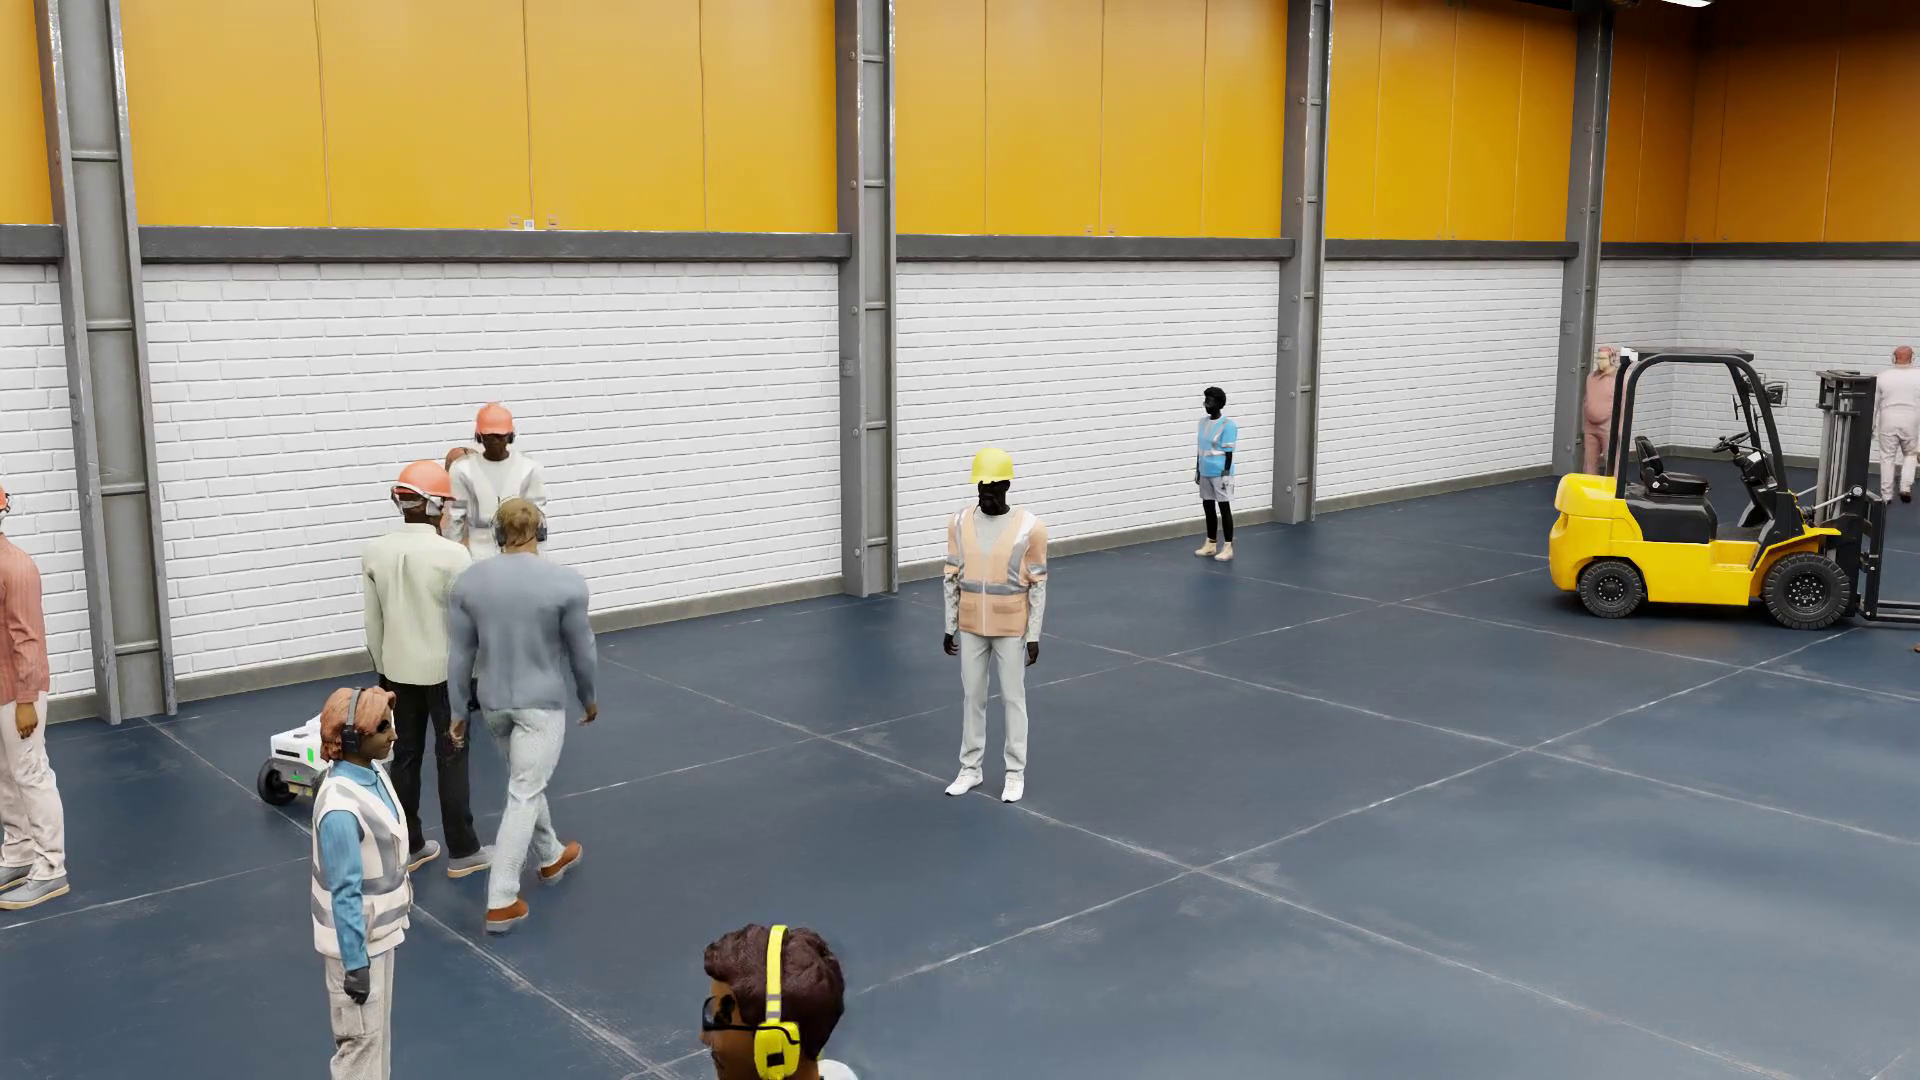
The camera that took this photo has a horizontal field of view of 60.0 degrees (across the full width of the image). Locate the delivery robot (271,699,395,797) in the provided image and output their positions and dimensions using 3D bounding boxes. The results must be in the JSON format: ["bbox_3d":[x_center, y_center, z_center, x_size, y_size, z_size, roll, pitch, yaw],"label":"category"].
[{"bbox_3d":[-3.354,1.094,9.006,0.477,0.478,0.707,5,11,27],"label":"delivery robot"}]

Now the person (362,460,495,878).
[{"bbox_3d":[-2.516,0.614,7.906,0.611,1.985,0.393,3,10,17],"label":"person"}]

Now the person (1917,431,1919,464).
[{"bbox_3d":[10.533,-0.967,17.630,0.995,1.822,0.598,-8,13,-40],"label":"person"}]

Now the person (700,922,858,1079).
[{"bbox_3d":[-0.336,1.546,2.853,0.671,1.846,0.576,1,10,5],"label":"person"}]

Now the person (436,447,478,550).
[{"bbox_3d":[-3.424,0.175,11.499,0.523,1.636,0.311,4,11,25],"label":"person"}]

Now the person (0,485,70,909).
[{"bbox_3d":[-4.365,0.674,7.559,0.614,1.987,0.407,7,12,36],"label":"person"}]

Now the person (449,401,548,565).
[{"bbox_3d":[-3.001,0.095,10.866,0.615,2.018,0.526,-3,10,-17],"label":"person"}]

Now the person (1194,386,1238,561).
[{"bbox_3d":[2.472,-0.649,16.160,0.320,1.692,0.534,-6,11,-30],"label":"person"}]

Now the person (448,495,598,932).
[{"bbox_3d":[-1.958,0.745,7.479,0.622,1.888,0.942,3,10,15],"label":"person"}]

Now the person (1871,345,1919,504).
[{"bbox_3d":[11.124,-1.362,19.725,0.680,1.893,0.459,5,11,29],"label":"person"}]

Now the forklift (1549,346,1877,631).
[{"bbox_3d":[6.109,-0.478,13.691,2.313,2.155,1.214,3,10,16],"label":"forklift"}]

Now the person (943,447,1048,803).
[{"bbox_3d":[0.179,0.455,9.006,0.587,1.928,0.363,4,10,21],"label":"person"}]

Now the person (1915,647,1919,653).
[{"bbox_3d":[7.319,-0.056,12.061,0.402,1.906,0.651,-3,10,-18],"label":"person"}]

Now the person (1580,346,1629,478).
[{"bbox_3d":[7.520,-1.322,19.477,0.403,1.906,0.651,-5,11,-28],"label":"person"}]

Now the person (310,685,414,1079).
[{"bbox_3d":[-1.866,1.252,5.214,0.310,1.631,0.508,-2,10,-11],"label":"person"}]
